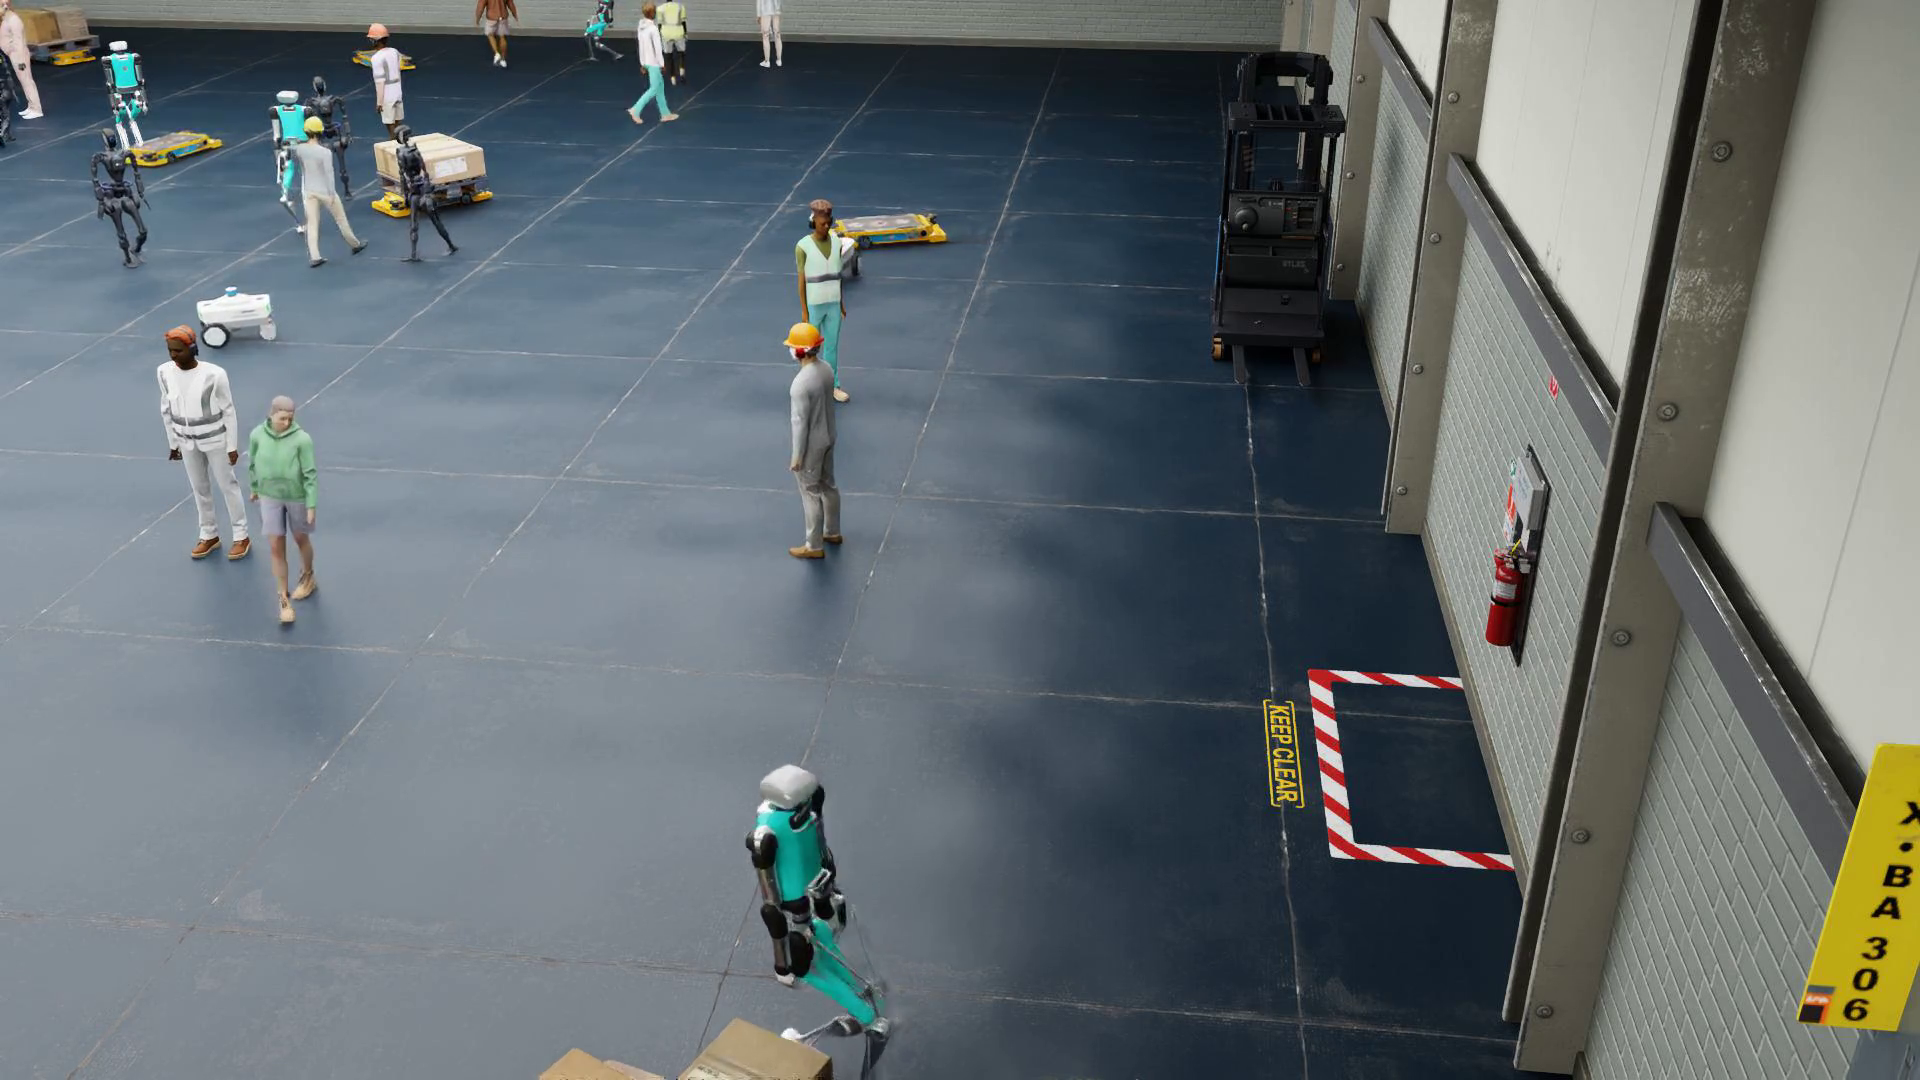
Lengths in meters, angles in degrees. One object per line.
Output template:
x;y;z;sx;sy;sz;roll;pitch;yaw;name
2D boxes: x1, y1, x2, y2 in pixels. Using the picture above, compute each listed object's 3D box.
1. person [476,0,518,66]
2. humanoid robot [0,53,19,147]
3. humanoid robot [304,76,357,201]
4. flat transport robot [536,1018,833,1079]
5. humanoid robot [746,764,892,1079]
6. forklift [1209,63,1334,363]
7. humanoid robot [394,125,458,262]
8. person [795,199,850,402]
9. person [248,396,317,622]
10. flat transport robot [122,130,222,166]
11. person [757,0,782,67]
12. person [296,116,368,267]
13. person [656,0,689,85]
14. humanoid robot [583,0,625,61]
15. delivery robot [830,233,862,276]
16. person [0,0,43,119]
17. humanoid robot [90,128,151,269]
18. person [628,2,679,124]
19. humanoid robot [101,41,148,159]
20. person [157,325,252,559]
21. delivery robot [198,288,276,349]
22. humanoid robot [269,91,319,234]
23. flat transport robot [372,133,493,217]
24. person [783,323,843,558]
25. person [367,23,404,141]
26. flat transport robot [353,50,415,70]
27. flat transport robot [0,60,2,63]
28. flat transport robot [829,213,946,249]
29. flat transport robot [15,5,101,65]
-8.540;-9.669;30.692;0.814;1.833;0.479;-14;30;-25;person
-14.657;-6.811;25.193;0.590;1.636;0.660;-1;27;-1;humanoid robot
-8.431;-5.385;22.315;0.597;1.651;0.324;-14;30;-26;humanoid robot
-1.286;2.996;7.157;0.659;0.231;1.431;11;29;21;flat transport robot
-0.495;1.904;7.712;0.932;1.757;0.540;12;29;22;humanoid robot
3.241;-3.477;17.183;1.129;2.768;1.873;3;27;6;forklift
-6.465;-4.151;19.916;0.625;1.618;0.784;21;33;36;humanoid robot
-1.305;-2.240;15.705;0.486;1.980;0.404;-18;32;-32;person
-4.893;-0.243;12.029;0.540;1.690;0.784;-4;27;-9;person
-11.777;-5.828;24.773;0.659;0.231;1.431;9;28;17;flat transport robot
-3.516;-9.711;30.732;0.497;1.877;0.401;-14;30;-25;person
-7.589;-4.193;19.884;0.529;1.726;0.892;8;28;15;person
-5.061;-8.880;29.272;0.555;1.683;0.376;-6;27;-12;person
-6.758;-9.707;30.912;1.015;1.749;0.532;-17;31;-31;humanoid robot
-1.466;-3.282;19.357;0.499;0.581;0.767;6;27;12;delivery robot
-15.248;-7.799;26.894;0.403;1.900;0.643;-17;31;-30;person
-9.892;-4.026;19.600;0.338;1.643;0.605;21;34;36;humanoid robot
-4.948;-7.578;26.467;0.849;1.893;0.488;-18;32;-32;person
-12.127;-6.411;24.148;0.533;1.677;0.735;-21;33;-36;humanoid robot
-5.838;-0.744;12.825;0.572;1.882;0.357;3;27;5;person
-7.640;-2.360;17.527;0.791;0.592;0.499;-10;28;-20;delivery robot
-8.338;-4.620;20.843;0.530;1.869;0.801;-2;27;-5;humanoid robot
-7.093;-4.616;22.353;1.431;0.231;0.659;-23;35;-38;flat transport robot
-1.151;-0.775;12.883;0.381;1.888;0.564;11;28;20;person
-8.198;-6.349;23.838;0.371;2.044;0.605;5;27;11;person
-10.724;-8.914;30.934;0.659;0.231;1.431;-19;32;-33;flat transport robot
-18.703;-8.975;31.056;1.431;0.231;0.659;9;28;18;flat transport robot
-0.943;-3.874;20.872;1.431;0.231;0.659;-6;27;-13;flat transport robot
-17.106;-9.174;31.453;1.431;0.231;0.659;16;31;28;flat transport robot
